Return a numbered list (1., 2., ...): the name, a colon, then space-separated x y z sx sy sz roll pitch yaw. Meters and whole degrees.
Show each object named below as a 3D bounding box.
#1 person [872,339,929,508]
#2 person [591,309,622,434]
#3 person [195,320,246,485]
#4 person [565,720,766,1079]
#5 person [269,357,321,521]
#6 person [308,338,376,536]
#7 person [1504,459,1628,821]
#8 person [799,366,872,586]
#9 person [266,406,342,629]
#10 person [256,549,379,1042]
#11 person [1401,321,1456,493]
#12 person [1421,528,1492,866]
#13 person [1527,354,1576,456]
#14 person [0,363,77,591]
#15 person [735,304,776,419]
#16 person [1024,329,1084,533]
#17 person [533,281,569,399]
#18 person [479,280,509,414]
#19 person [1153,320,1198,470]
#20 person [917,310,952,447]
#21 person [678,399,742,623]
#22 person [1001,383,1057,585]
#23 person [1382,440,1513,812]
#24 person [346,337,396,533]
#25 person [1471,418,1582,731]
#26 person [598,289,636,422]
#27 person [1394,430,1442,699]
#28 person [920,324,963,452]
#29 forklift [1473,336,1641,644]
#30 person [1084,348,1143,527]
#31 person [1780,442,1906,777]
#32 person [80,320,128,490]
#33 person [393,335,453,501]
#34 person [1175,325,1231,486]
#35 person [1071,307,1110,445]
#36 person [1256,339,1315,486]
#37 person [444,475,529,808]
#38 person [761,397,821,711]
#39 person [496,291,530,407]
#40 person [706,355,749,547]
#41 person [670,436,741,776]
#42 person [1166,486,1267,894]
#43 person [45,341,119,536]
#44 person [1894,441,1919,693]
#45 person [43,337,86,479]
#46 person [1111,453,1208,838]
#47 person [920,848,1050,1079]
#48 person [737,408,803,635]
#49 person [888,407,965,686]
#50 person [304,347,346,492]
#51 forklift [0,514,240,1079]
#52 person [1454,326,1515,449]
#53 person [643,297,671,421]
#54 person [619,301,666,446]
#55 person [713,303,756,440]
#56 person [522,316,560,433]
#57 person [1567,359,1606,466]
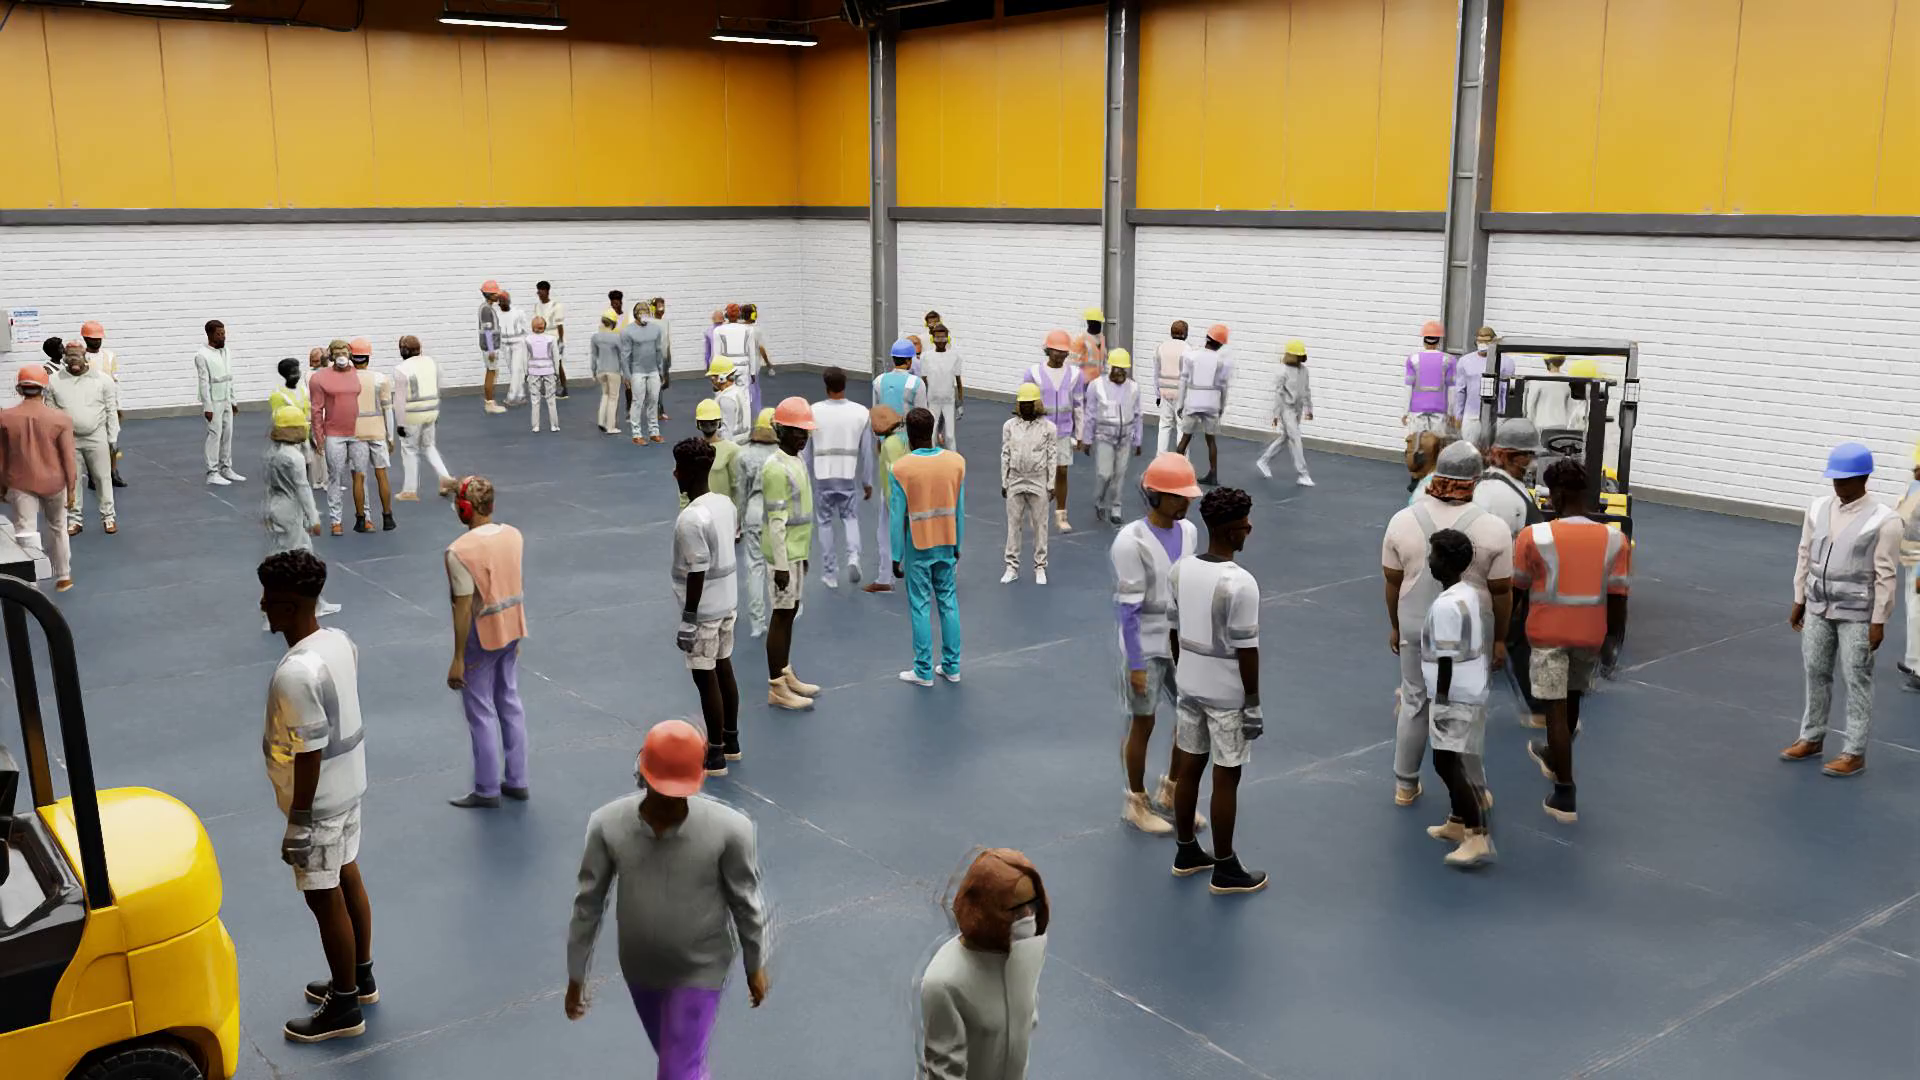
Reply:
1. person: -0.565 -0.986 16.219 0.617 1.946 0.396 7 13 30
2. person: -4.883 -2.348 23.283 0.534 1.752 0.358 5 13 24
3. person: -8.608 -1.593 19.264 0.391 1.911 0.585 1 12 6
4. person: -0.971 1.387 5.375 0.599 1.681 0.921 3 12 15
5. person: -6.839 -1.037 17.081 0.322 1.695 0.552 3 12 14
6. person: -6.048 -1.016 16.391 0.629 1.940 0.372 -7 14 -31
7. person: 3.286 0.504 9.128 0.604 1.902 0.969 -1 12 -6
8. person: -1.055 -0.529 14.131 0.613 1.896 0.522 -3 12 -14
9. person: -5.113 -0.184 12.915 0.769 1.711 0.508 -11 16 -41
10. person: -2.546 1.001 6.582 0.361 1.963 0.613 -1 12 -5
11. person: 5.266 -1.476 18.652 0.602 1.929 0.405 2 12 10
12. person: 2.532 0.780 8.410 0.450 1.665 0.604 6 13 26
13. person: 6.340 -1.209 17.801 0.566 1.732 0.612 -2 12 -8
14. person: -7.598 -0.465 13.688 0.607 1.966 0.951 -5 13 -21
15. person: -2.942 -2.405 23.385 0.530 1.826 0.921 11 16 42
16. person: 0.931 -1.066 16.415 0.631 2.033 0.429 -2 12 -12
17. person: -6.758 -3.285 27.362 0.620 1.946 0.432 6 13 28
18. person: -7.164 -2.959 25.562 0.434 2.035 0.628 -3 12 -15
19. person: 2.638 -1.744 20.170 0.628 1.837 0.429 10 15 39
20. person: -0.321 -2.110 21.919 0.544 1.837 0.432 -3 12 -16
21. person: -1.938 -0.217 12.939 0.533 1.772 0.297 3 12 13
22. person: 0.585 -0.481 14.279 0.484 1.745 0.297 2 12 12
23. person: 2.648 0.463 9.001 0.682 2.000 0.537 7 14 30
24. person: -5.907 -1.042 16.518 0.548 1.937 0.379 -4 12 -19
25. person: 3.328 0.190 10.318 1.048 2.000 0.689 5 13 24
26. person: -4.999 -2.702 24.466 0.619 1.956 0.429 -1 12 -6
27. person: 3.001 0.208 10.757 0.511 1.819 0.653 5 13 24
28. person: -0.217 -1.571 19.273 0.511 1.861 0.322 0 12 -1
29. forklift: 4.683 -0.471 13.136 1.214 2.155 2.313 4 12 20
30. person: 1.556 -1.022 16.707 0.620 1.813 0.439 -4 12 -18
31. person: 5.085 0.393 9.601 0.421 1.939 0.607 -5 13 -24
32. person: -9.777 -1.527 18.899 0.388 1.929 0.539 7 13 29
33. person: -5.904 -1.328 18.165 0.560 1.826 0.650 7 13 30
34. person: 2.762 -1.535 19.077 0.656 1.875 0.373 3 12 12
35. person: 1.756 -2.137 21.972 1.027 1.870 0.591 7 14 32
36. person: 3.808 -1.509 19.371 0.546 1.698 0.853 -9 14 -36
37. person: -2.555 0.560 9.018 0.388 1.844 0.586 5 13 21
38. person: -1.093 0.081 10.847 0.395 2.040 0.609 1 12 6
39. person: -7.147 -3.031 26.381 0.587 1.824 0.992 2 12 10
40. person: -2.220 -0.849 15.880 0.403 1.819 0.601 0 12 -2
41. person: -1.473 0.380 9.582 0.362 1.963 0.613 3 12 13
42. person: 1.236 0.711 7.979 0.368 1.967 0.600 -7 14 -30
43. person: -8.628 -0.997 16.367 0.641 1.913 0.408 -4 12 -20
44. person: 6.515 0.124 11.292 0.406 1.788 0.727 3 12 16
45. person: -10.483 -1.519 19.397 0.315 1.699 0.540 -1 12 -4
46. person: 1.072 0.562 8.548 0.628 2.024 0.533 -9 15 -38
47. person: 0.061 1.592 4.660 0.487 1.578 0.883 -10 16 -41
48. person: -1.461 -0.163 12.824 0.500 1.709 0.838 1 12 4
49. person: -0.218 0.049 11.350 0.583 1.903 0.407 -7 14 -31
50. person: -7.192 -1.354 18.769 0.519 1.633 0.312 9 15 38
51. forklift: -3.687 1.115 5.480 2.313 2.155 1.214 -9 15 -36
52. person: 5.672 -1.353 18.055 0.623 1.932 0.367 7 13 29
53. person: -4.560 -2.715 24.830 0.627 1.855 0.518 8 14 33
54. person: -4.240 -2.224 22.261 0.382 1.928 0.635 11 16 43
55. person: -3.067 -2.285 22.655 0.583 1.881 0.350 -4 12 -18
56. person: -5.901 -2.329 23.457 0.511 1.641 0.309 -2 12 -11
57. person: 5.390 -0.631 14.595 0.477 1.911 0.603 7 13 29
